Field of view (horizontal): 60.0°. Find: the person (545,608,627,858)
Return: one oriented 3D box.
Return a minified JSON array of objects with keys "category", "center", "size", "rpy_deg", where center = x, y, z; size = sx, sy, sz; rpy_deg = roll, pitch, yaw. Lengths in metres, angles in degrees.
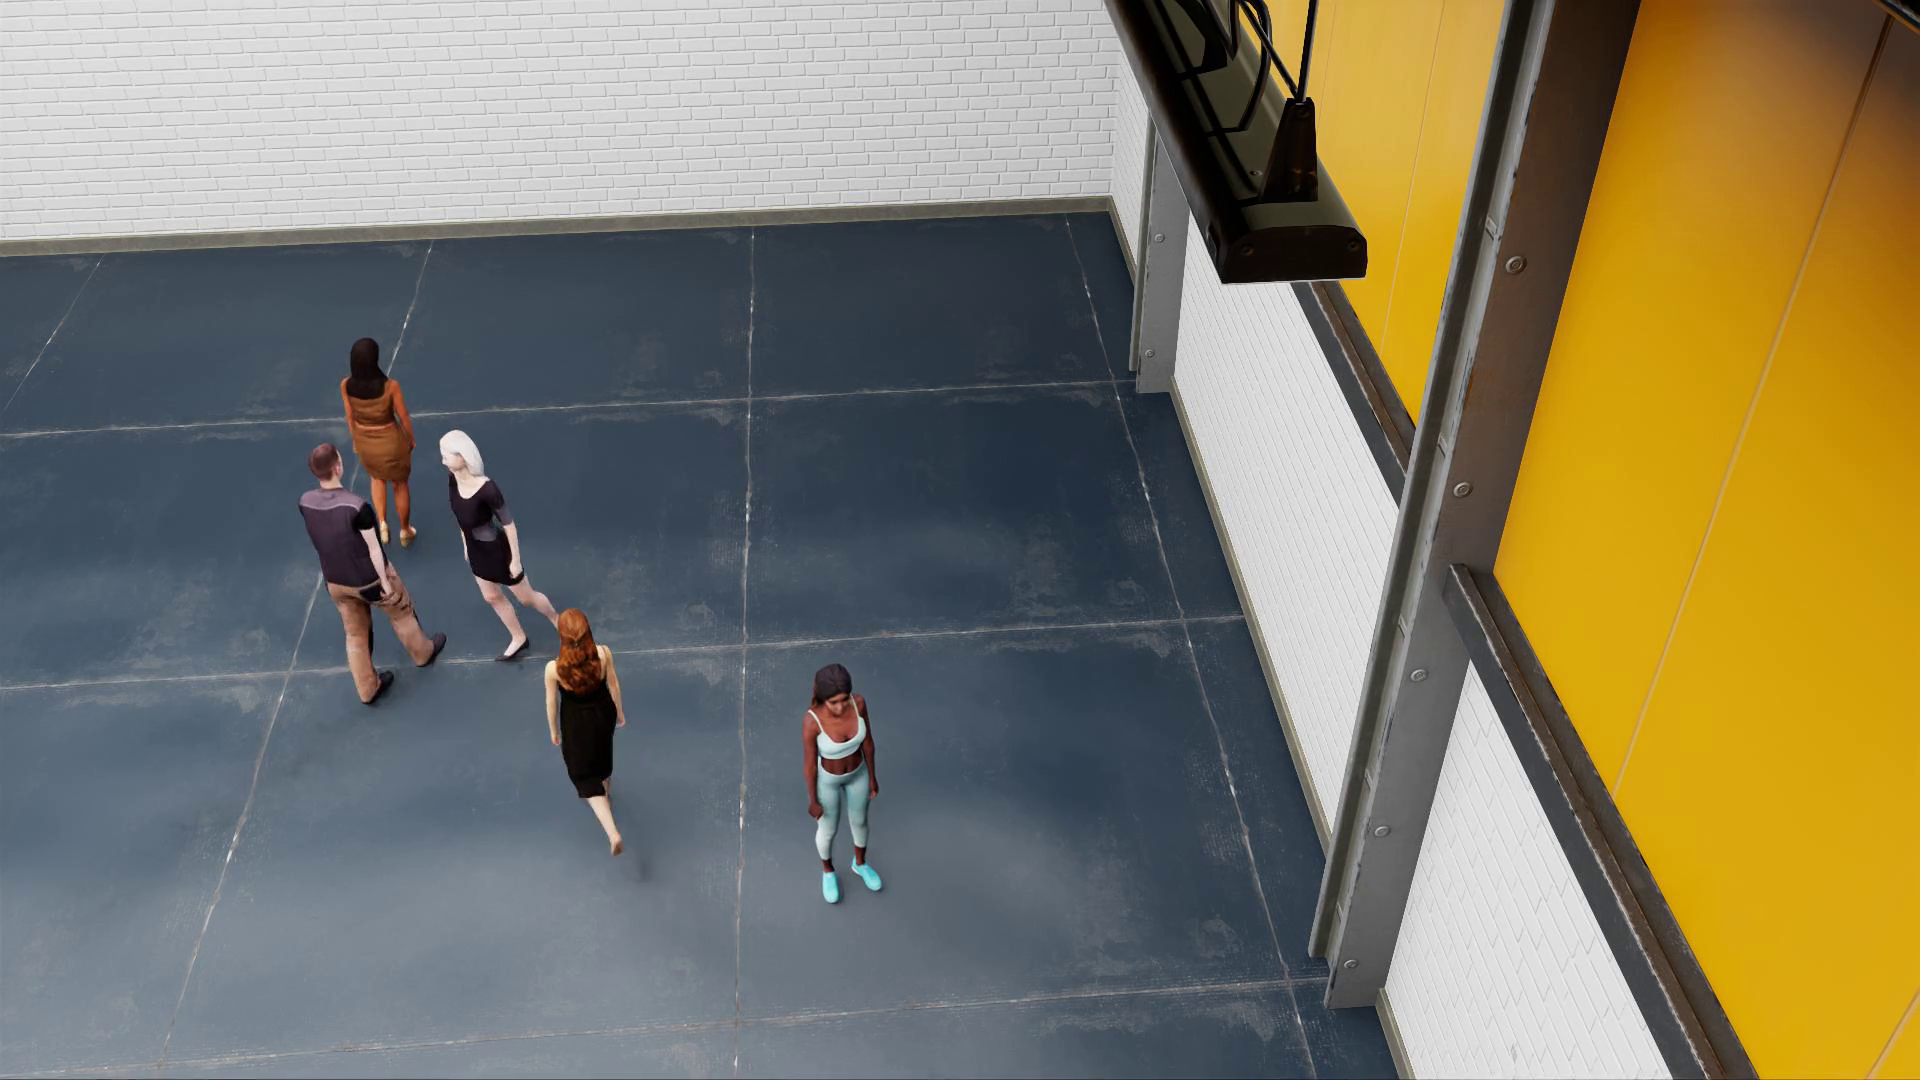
[{"category":"person","center":[-2.086,1.096,9.457],"size":[0.852,1.604,1.057],"rpy_deg":[-22,44,-25]}]

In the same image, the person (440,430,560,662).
[{"category":"person","center":[-2.925,0.063,10.587],"size":[0.874,1.809,0.933],"rpy_deg":[15,41,17]}]

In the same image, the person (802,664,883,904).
[{"category":"person","center":[-0.655,1.311,9.093],"size":[0.643,1.723,0.649],"rpy_deg":[-18,42,-21]}]

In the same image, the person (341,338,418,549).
[{"category":"person","center":[-4.015,-0.599,11.524],"size":[0.598,1.674,0.644],"rpy_deg":[-3,39,-3]}]

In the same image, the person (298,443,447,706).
[{"category":"person","center":[-3.804,0.279,10.317],"size":[0.915,1.808,1.057],"rpy_deg":[13,40,15]}]
